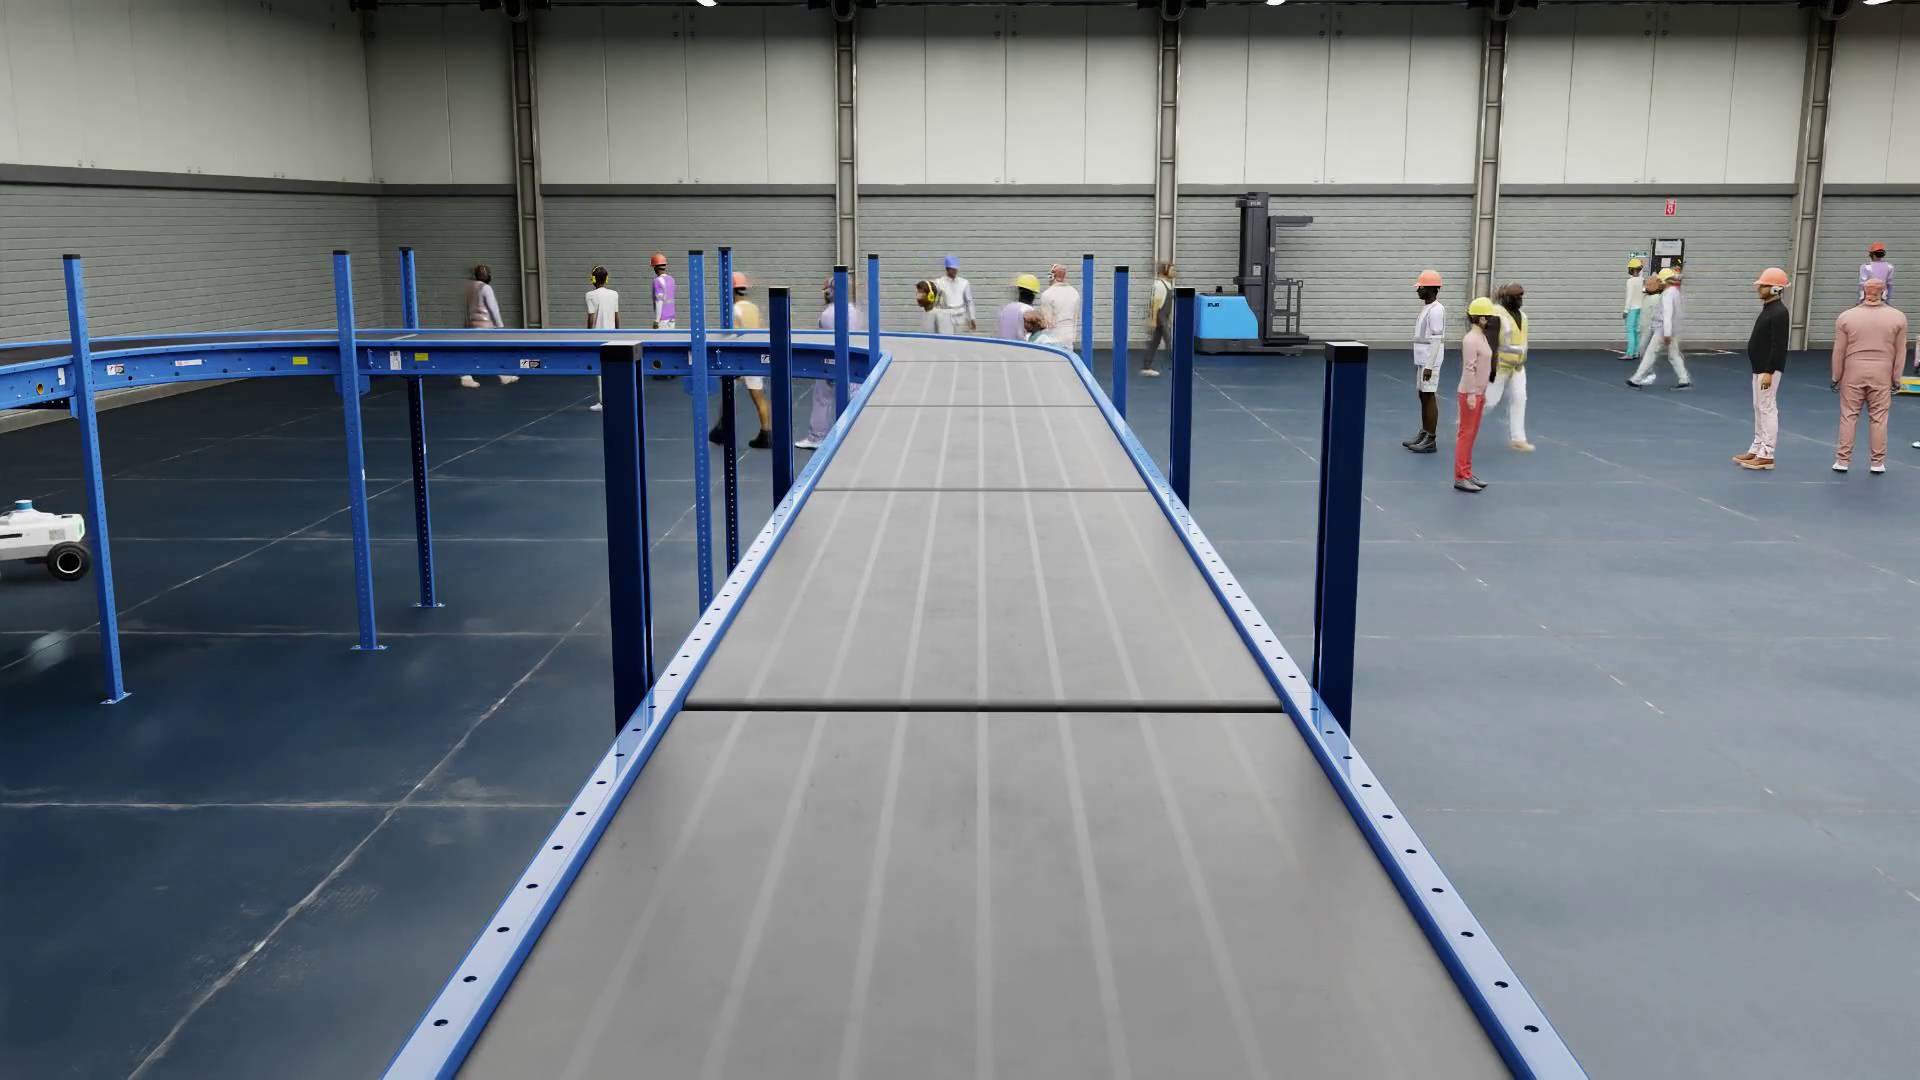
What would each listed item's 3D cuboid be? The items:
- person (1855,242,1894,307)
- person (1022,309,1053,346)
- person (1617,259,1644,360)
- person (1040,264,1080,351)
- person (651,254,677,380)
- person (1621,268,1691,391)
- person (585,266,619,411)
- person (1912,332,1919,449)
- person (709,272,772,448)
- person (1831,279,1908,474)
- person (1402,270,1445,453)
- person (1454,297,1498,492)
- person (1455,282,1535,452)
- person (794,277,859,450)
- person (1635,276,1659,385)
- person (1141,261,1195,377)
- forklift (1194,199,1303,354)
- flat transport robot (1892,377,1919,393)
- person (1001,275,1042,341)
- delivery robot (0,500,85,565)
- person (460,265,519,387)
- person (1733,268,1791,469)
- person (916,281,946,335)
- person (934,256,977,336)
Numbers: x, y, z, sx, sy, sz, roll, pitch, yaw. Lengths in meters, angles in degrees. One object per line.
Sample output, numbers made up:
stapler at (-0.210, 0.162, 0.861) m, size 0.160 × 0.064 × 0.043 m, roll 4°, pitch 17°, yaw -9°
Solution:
person at (16.502, -4.352, 30.081) m, size 0.609 × 2.044 × 0.396 m, roll 0°, pitch 11°, yaw -1°
person at (0.816, -1.536, 16.764) m, size 0.830 × 1.597 × 0.497 m, roll -4°, pitch 12°, yaw -18°
person at (11.829, -4.055, 29.275) m, size 0.533 × 1.768 × 0.311 m, roll -10°, pitch 15°, yaw -42°
person at (1.224, -2.558, 21.216) m, size 0.409 × 1.909 × 0.641 m, roll 11°, pitch 15°, yaw 43°
person at (-4.608, -3.454, 25.754) m, size 0.376 × 1.934 × 0.546 m, roll 4°, pitch 12°, yaw 18°
person at (10.196, -3.041, 24.114) m, size 0.914 × 1.772 × 0.597 m, roll 8°, pitch 14°, yaw 36°
person at (-4.653, -2.617, 21.611) m, size 0.335 × 1.873 × 0.519 m, roll 10°, pitch 15°, yaw 43°
person at (10.779, -1.958, 18.174) m, size 0.793 × 1.883 × 0.650 m, roll -4°, pitch 12°, yaw -18°
person at (-2.456, -1.967, 18.208) m, size 0.958 × 1.894 × 0.567 m, roll 7°, pitch 13°, yaw 33°
person at (8.909, -1.607, 16.347) m, size 0.638 × 1.903 × 0.409 m, roll 5°, pitch 12°, yaw 23°
person at (5.003, -1.922, 17.867) m, size 0.354 × 1.939 × 0.545 m, roll 1°, pitch 11°, yaw 4°
person at (4.768, -1.346, 15.359) m, size 0.319 × 1.768 × 0.533 m, roll 6°, pitch 12°, yaw 27°
person at (5.843, -1.889, 18.055) m, size 0.636 × 1.815 × 0.822 m, roll -7°, pitch 13°, yaw -33°
person at (-1.304, -1.897, 17.939) m, size 0.948 × 1.871 × 0.646 m, roll 6°, pitch 13°, yaw 29°
person at (10.266, -3.121, 24.856) m, size 0.356 × 1.623 × 0.507 m, roll 2°, pitch 11°, yaw 8°
person at (3.271, -3.448, 26.066) m, size 0.948 × 1.794 × 0.531 m, roll 4°, pitch 12°, yaw 21°
forklift at (5.313, -4.851, 30.603) m, size 1.873 × 2.768 × 1.129 m, roll 0°, pitch 11°, yaw 1°
flat transport robot at (13.772, -2.174, 23.568) m, size 1.431 × 0.197 × 0.652 m, roll 10°, pitch 15°, yaw 42°
person at (0.683, -1.878, 17.793) m, size 0.739 × 1.882 × 0.722 m, roll -7°, pitch 13°, yaw -33°
delivery robot at (-6.513, -0.035, 11.606) m, size 0.707 × 0.478 × 0.477 m, roll -6°, pitch 13°, yaw -30°
person at (-7.060, -3.175, 24.717) m, size 0.978 × 1.796 × 0.623 m, roll -8°, pitch 13°, yaw -35°
person at (8.084, -1.724, 16.698) m, size 0.375 × 1.997 × 0.611 m, roll 3°, pitch 11°, yaw 14°
person at (-0.389, -1.855, 17.824) m, size 0.980 × 1.812 × 0.551 m, roll -4°, pitch 12°, yaw -20°
person at (-0.075, -3.310, 25.080) m, size 0.622 × 1.904 × 0.965 m, roll -5°, pitch 12°, yaw -25°
